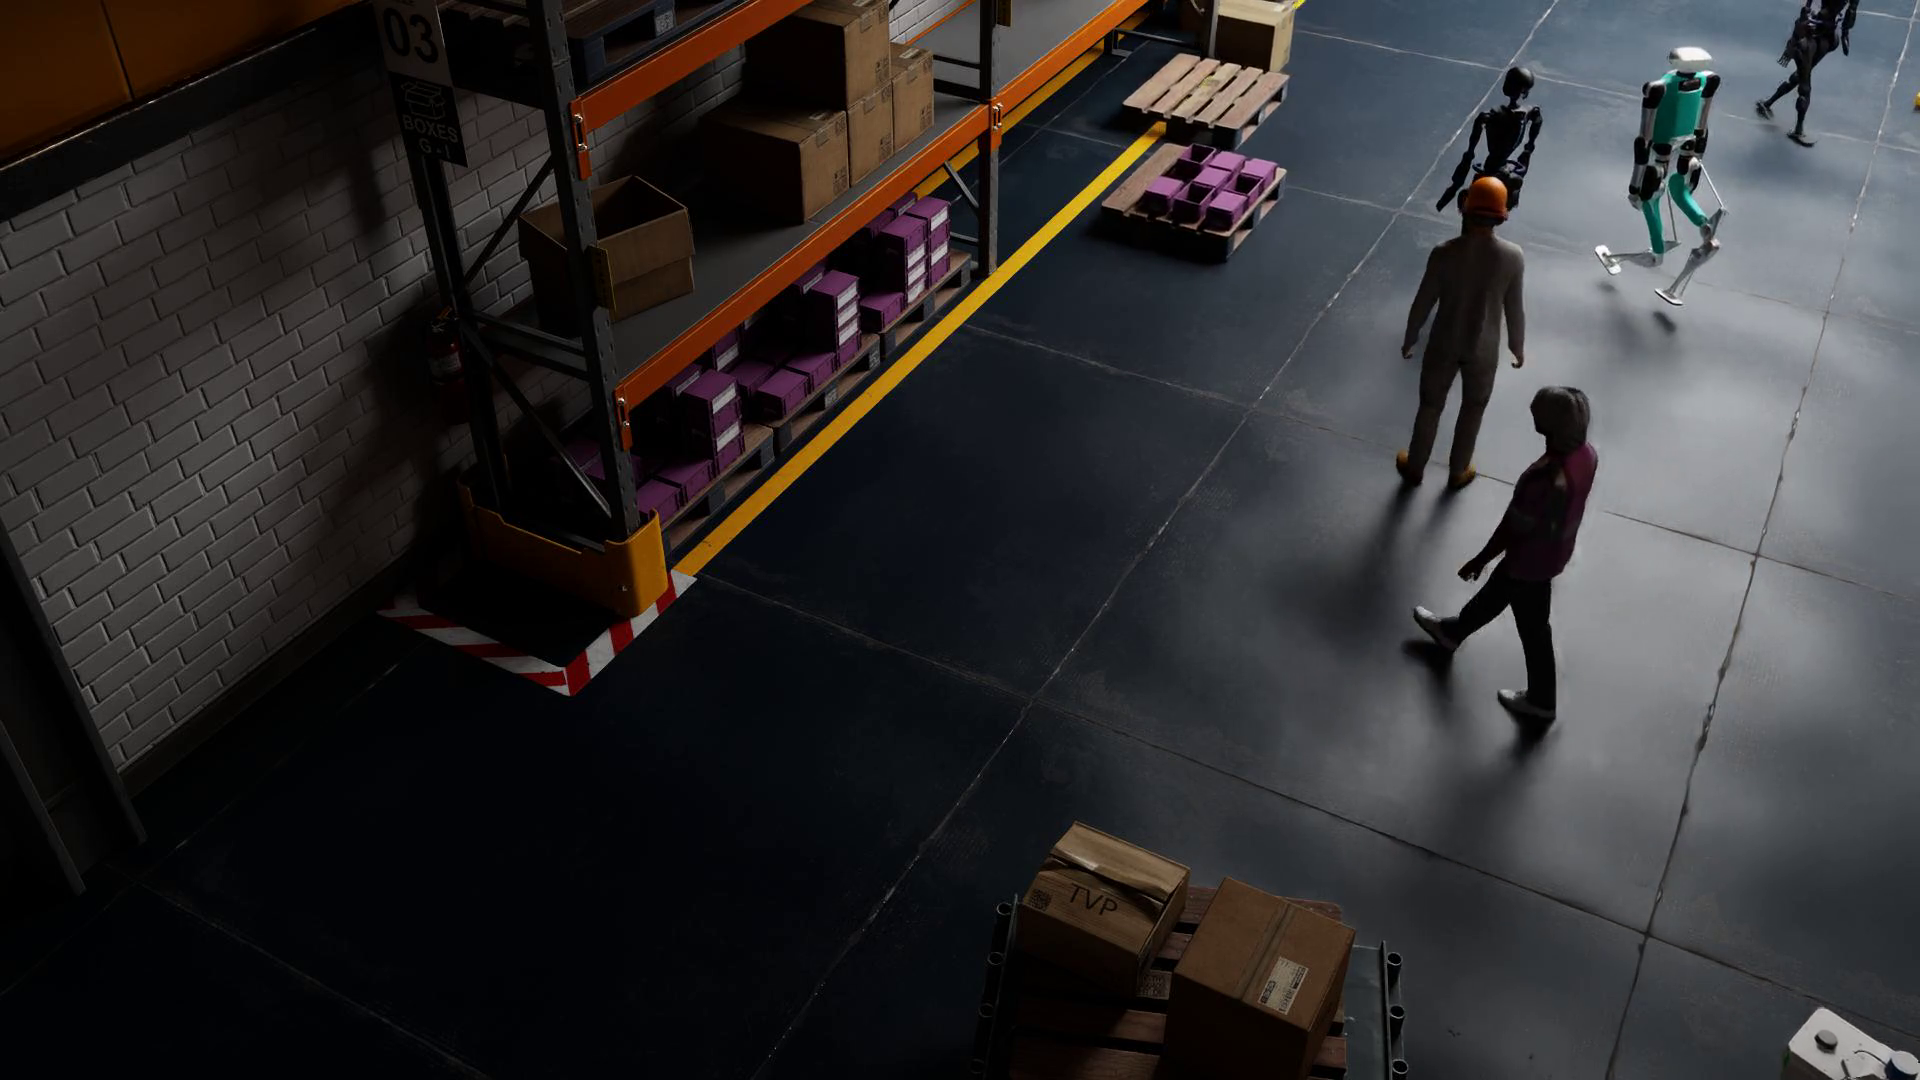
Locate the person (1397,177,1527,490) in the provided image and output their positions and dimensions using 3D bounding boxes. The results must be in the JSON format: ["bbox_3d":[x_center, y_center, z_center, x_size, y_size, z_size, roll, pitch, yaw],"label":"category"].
[{"bbox_3d":[2.849,-1.134,9.353,0.662,1.886,0.417,11,40,13],"label":"person"}]

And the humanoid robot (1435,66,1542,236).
[{"bbox_3d":[3.486,-2.344,11.022,0.604,1.653,0.345,-14,41,-16],"label":"humanoid robot"}]

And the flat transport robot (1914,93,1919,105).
[{"bbox_3d":[8.676,-3.910,14.108,0.659,0.231,1.431,28,46,30],"label":"flat transport robot"}]

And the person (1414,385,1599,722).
[{"bbox_3d":[2.650,0.022,7.959,0.937,1.803,0.528,31,48,32],"label":"person"}]

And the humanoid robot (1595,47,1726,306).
[{"bbox_3d":[4.726,-2.301,10.931,0.546,1.727,1.027,-12,40,-14],"label":"humanoid robot"}]

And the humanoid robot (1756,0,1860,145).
[{"bbox_3d":[6.769,-4.006,13.147,0.613,1.628,0.757,-14,41,-16],"label":"humanoid robot"}]

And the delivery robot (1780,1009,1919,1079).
[{"bbox_3d":[3.488,2.152,6.287,0.499,0.578,0.764,-29,47,-31],"label":"delivery robot"}]
